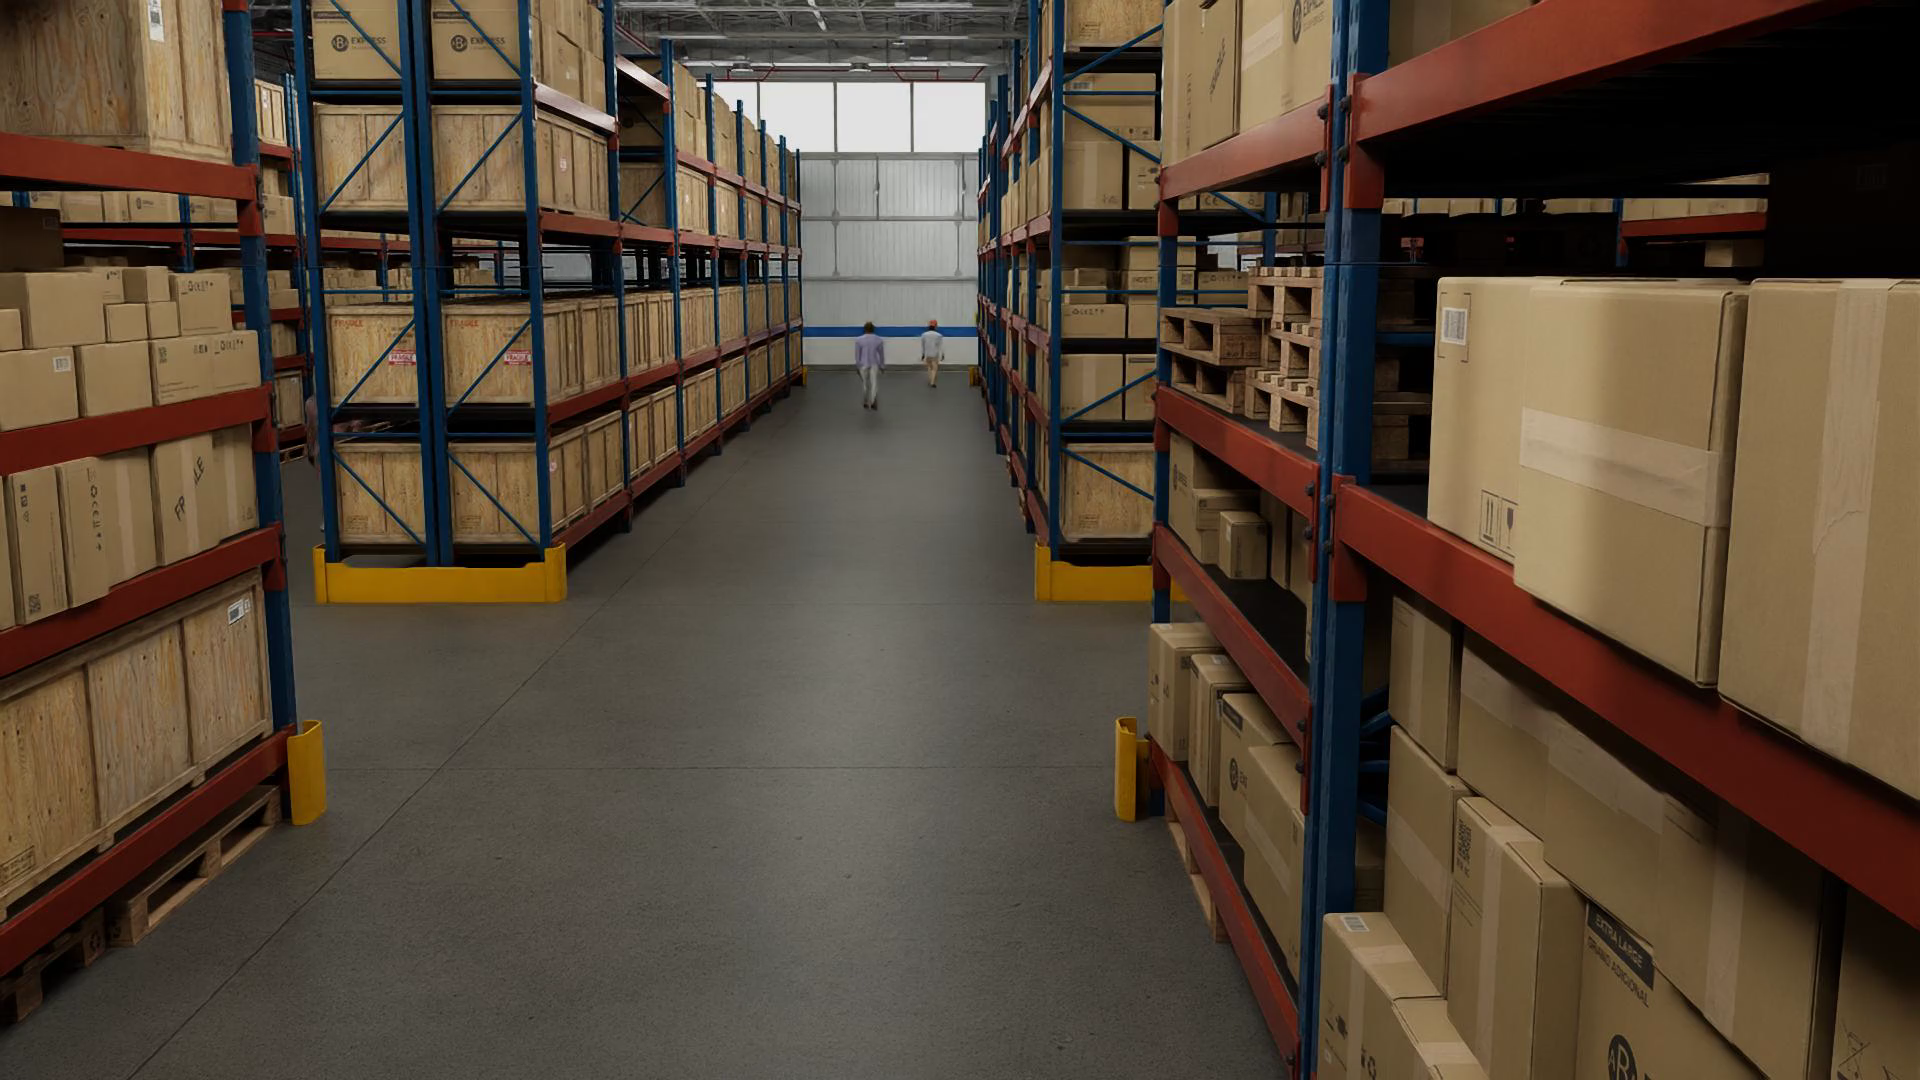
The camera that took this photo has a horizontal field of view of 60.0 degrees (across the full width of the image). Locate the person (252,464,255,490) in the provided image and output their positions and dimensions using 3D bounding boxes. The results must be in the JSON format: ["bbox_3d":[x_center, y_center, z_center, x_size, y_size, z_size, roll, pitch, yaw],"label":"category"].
[{"bbox_3d":[-6.918,-0.427,15.482,0.661,1.890,0.446,-5,10,-28],"label":"person"}]

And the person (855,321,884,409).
[{"bbox_3d":[-1.949,-3.782,36.021,0.641,1.914,0.870,-2,9,-11],"label":"person"}]

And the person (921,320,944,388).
[{"bbox_3d":[-0.667,-4.770,42.606,0.587,1.729,0.599,4,10,21],"label":"person"}]

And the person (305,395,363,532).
[{"bbox_3d":[-7.344,-1.073,19.568,0.659,1.865,0.977,-1,9,-9],"label":"person"}]
